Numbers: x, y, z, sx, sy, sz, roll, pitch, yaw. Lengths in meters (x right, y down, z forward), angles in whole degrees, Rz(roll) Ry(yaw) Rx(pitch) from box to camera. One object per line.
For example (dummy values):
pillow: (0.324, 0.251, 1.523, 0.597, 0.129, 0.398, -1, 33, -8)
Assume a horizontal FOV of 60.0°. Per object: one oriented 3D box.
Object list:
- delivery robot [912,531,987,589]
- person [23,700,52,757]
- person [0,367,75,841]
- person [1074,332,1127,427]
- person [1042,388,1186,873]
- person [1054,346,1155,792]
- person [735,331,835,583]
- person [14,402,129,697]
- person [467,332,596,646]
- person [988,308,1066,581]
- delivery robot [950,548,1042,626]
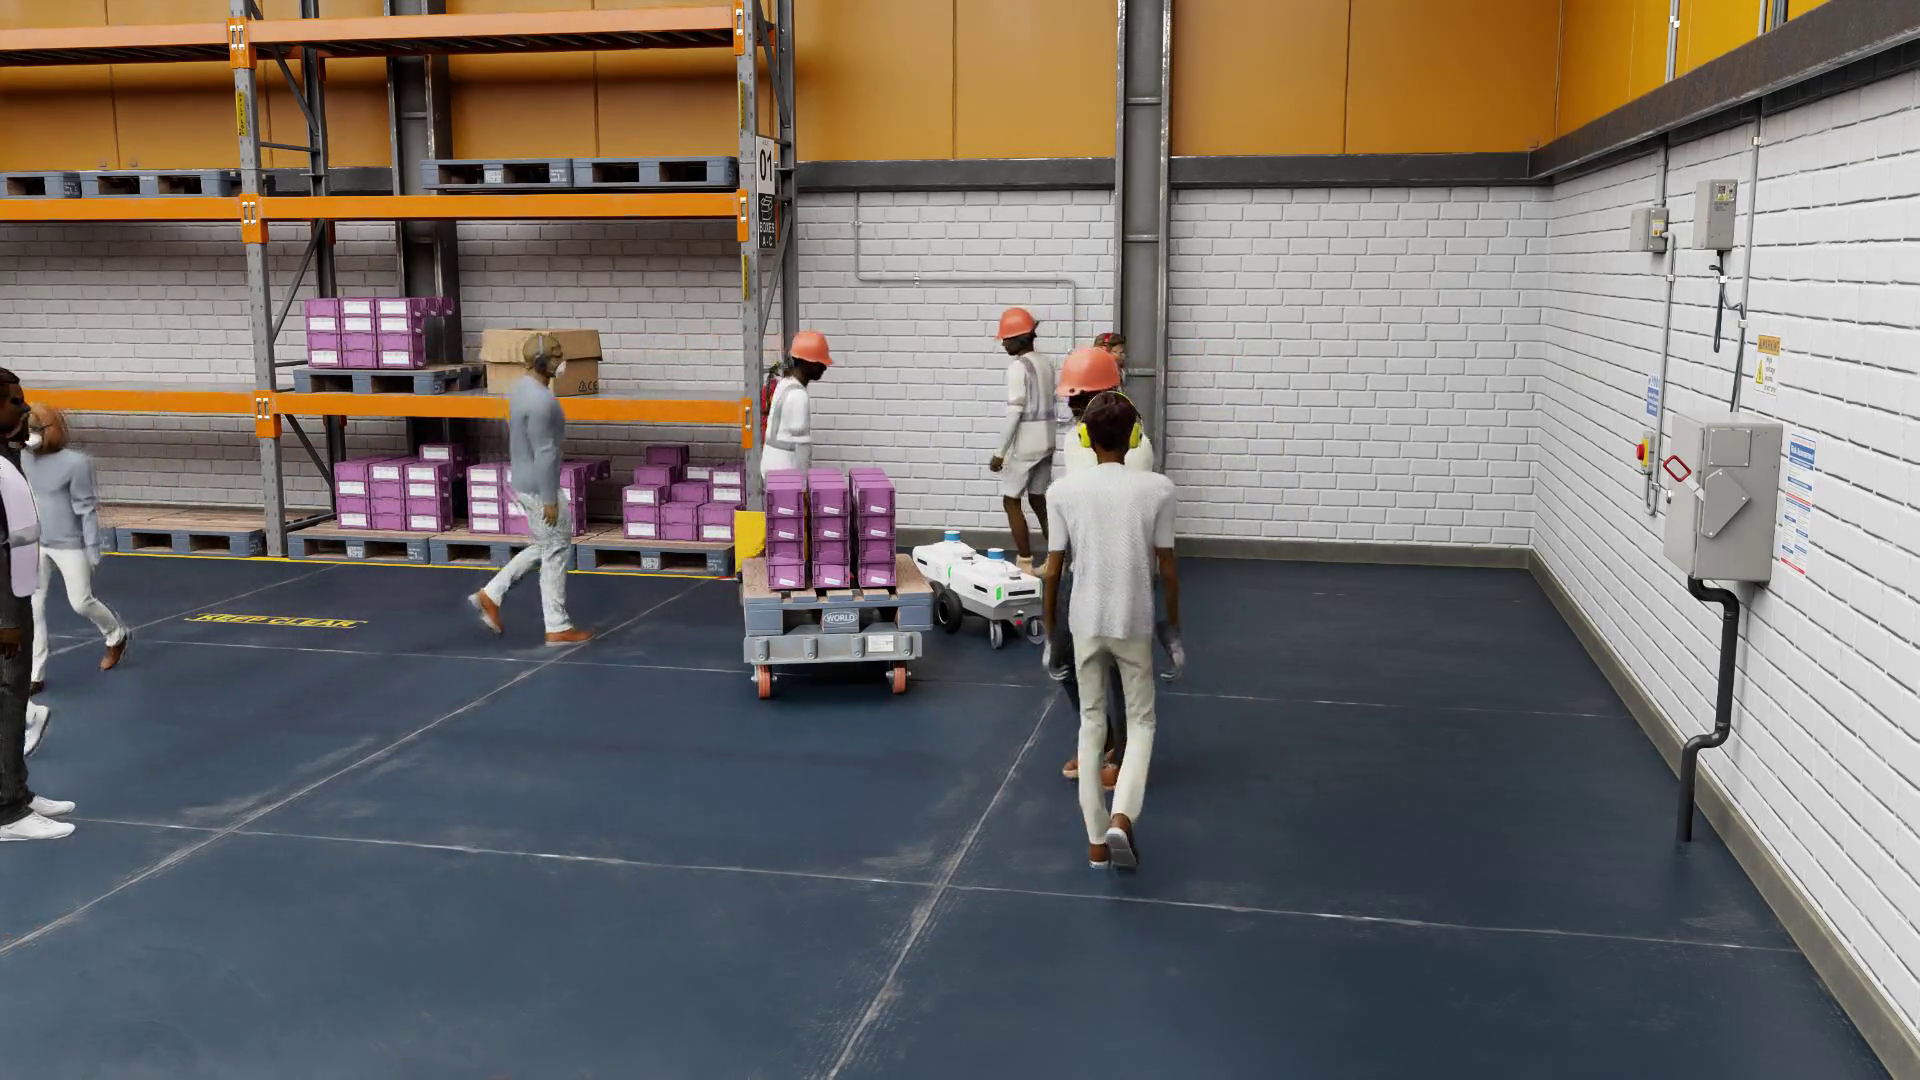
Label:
delivery robot: (-0.053, 0.182, 10.998, 0.477, 0.478, 0.707, -4, 10, -22)
person: (-4.611, 0.274, 7.538, 0.709, 1.618, 0.521, -9, 13, -43)
person: (-3.876, 0.259, 6.730, 0.381, 1.915, 0.597, -5, 11, -26)
person: (0.984, -0.553, 11.837, 0.374, 1.839, 0.569, -1, 9, -5)
person: (0.578, 0.364, 6.281, 0.554, 1.855, 0.526, 2, 10, 11)
person: (0.616, 0.139, 7.283, 0.472, 1.963, 0.638, -6, 11, -33)
person: (-1.120, -0.433, 10.957, 0.623, 1.887, 0.597, -1, 9, -5)
person: (-4.915, 0.023, 9.139, 0.504, 1.603, 0.767, 1, 9, 4)
person: (-2.603, -0.290, 10.042, 0.639, 1.924, 0.633, -4, 10, -21)
person: (0.474, -0.653, 11.972, 0.505, 1.998, 0.659, 5, 11, 28)
delivery robot: (0.221, 0.295, 10.312, 0.477, 0.478, 0.707, -4, 10, -26)
